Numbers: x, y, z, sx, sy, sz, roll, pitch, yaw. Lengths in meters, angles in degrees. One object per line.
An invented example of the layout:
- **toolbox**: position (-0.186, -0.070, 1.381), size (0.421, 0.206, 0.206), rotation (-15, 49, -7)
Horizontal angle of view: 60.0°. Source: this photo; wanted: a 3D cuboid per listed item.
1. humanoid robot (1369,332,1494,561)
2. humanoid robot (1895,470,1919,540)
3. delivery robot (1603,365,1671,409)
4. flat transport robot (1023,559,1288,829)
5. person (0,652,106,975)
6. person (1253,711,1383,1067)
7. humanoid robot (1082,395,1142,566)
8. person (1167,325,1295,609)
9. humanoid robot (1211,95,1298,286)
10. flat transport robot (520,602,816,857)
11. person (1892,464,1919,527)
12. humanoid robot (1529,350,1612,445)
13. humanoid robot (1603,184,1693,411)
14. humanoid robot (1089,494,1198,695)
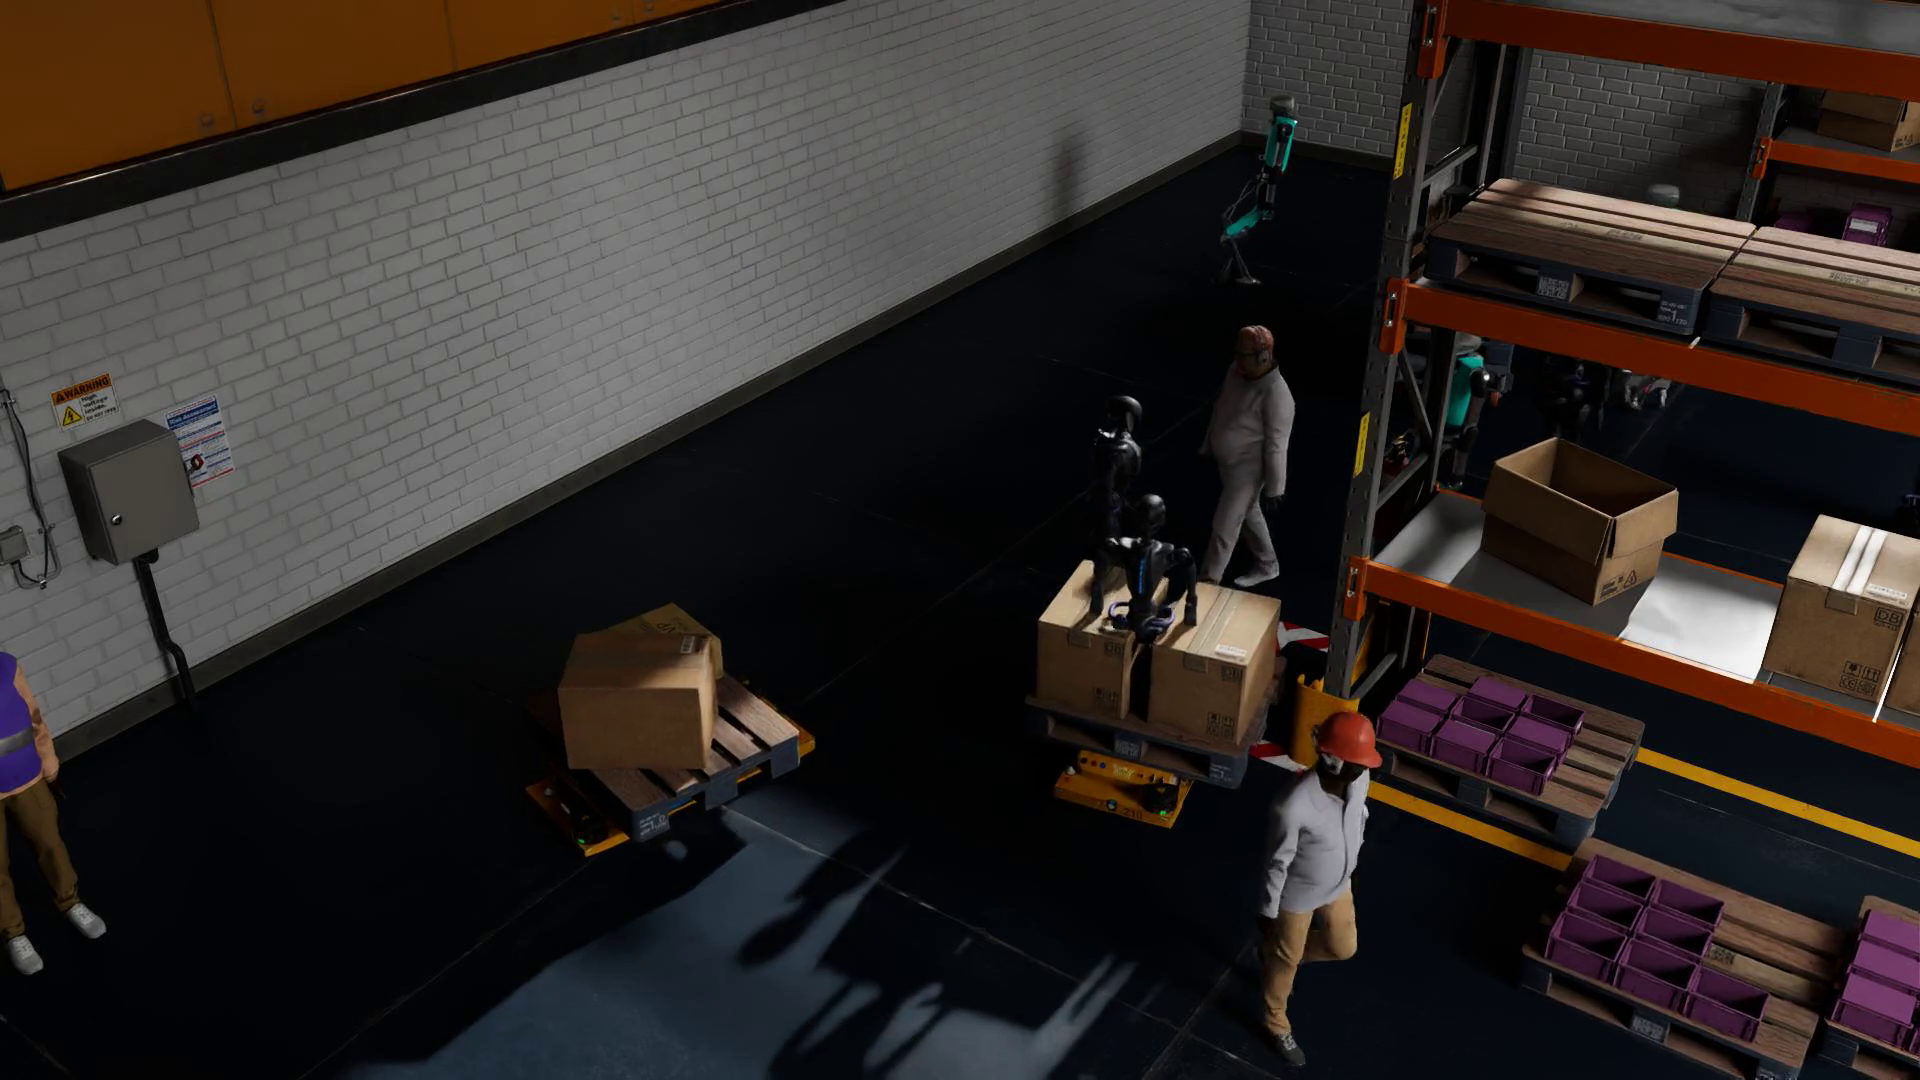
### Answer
- **humanoid robot**: position (2.824, -0.484, 10.415), size (0.918, 1.770, 0.558), rotation (-11, 32, -19)
- **humanoid robot**: position (5.653, -0.050, 9.773), size (0.782, 1.632, 0.605), rotation (5, 30, 9)
- **delivery robot**: position (5.435, -1.419, 13.220), size (0.499, 0.600, 0.802), rotation (7, 31, 11)
- **flat transport robot**: position (1.080, 1.040, 9.236), size (0.659, 0.231, 1.431), rotation (13, 32, 21)
- **person**: position (-4.344, 1.092, 7.495), size (0.427, 1.924, 0.528), rotation (26, 39, 37)
- **person**: position (1.486, 1.442, 7.061), size (0.608, 1.736, 0.431), rotation (-21, 36, -32)
- **humanoid robot**: position (0.855, -0.135, 9.862), size (0.407, 1.642, 0.600), rotation (6, 30, 10)
- **person**: position (1.711, -0.450, 10.226), size (0.860, 1.870, 0.658), rotation (-7, 31, -13)
- **humanoid robot**: position (2.573, -3.041, 14.951), size (0.763, 1.898, 0.546), rotation (3, 30, 6)
- **flat transport robot**: position (-1.550, 1.193, 8.970), size (1.431, 0.231, 0.659), rotation (-23, 37, -34)
- **person**: position (6.596, -0.849, 10.907), size (0.565, 1.874, 0.391), rotation (6, 30, 10)
- **humanoid robot**: position (4.142, -1.005, 11.383), size (0.486, 1.647, 0.601), rotation (-19, 35, -30)
- **humanoid robot**: position (5.214, -1.714, 12.622), size (0.553, 1.863, 0.692), rotation (4, 30, 6)
- **humanoid robot**: position (0.955, 0.504, 8.759), size (0.616, 1.657, 0.313), rotation (7, 31, 11)
